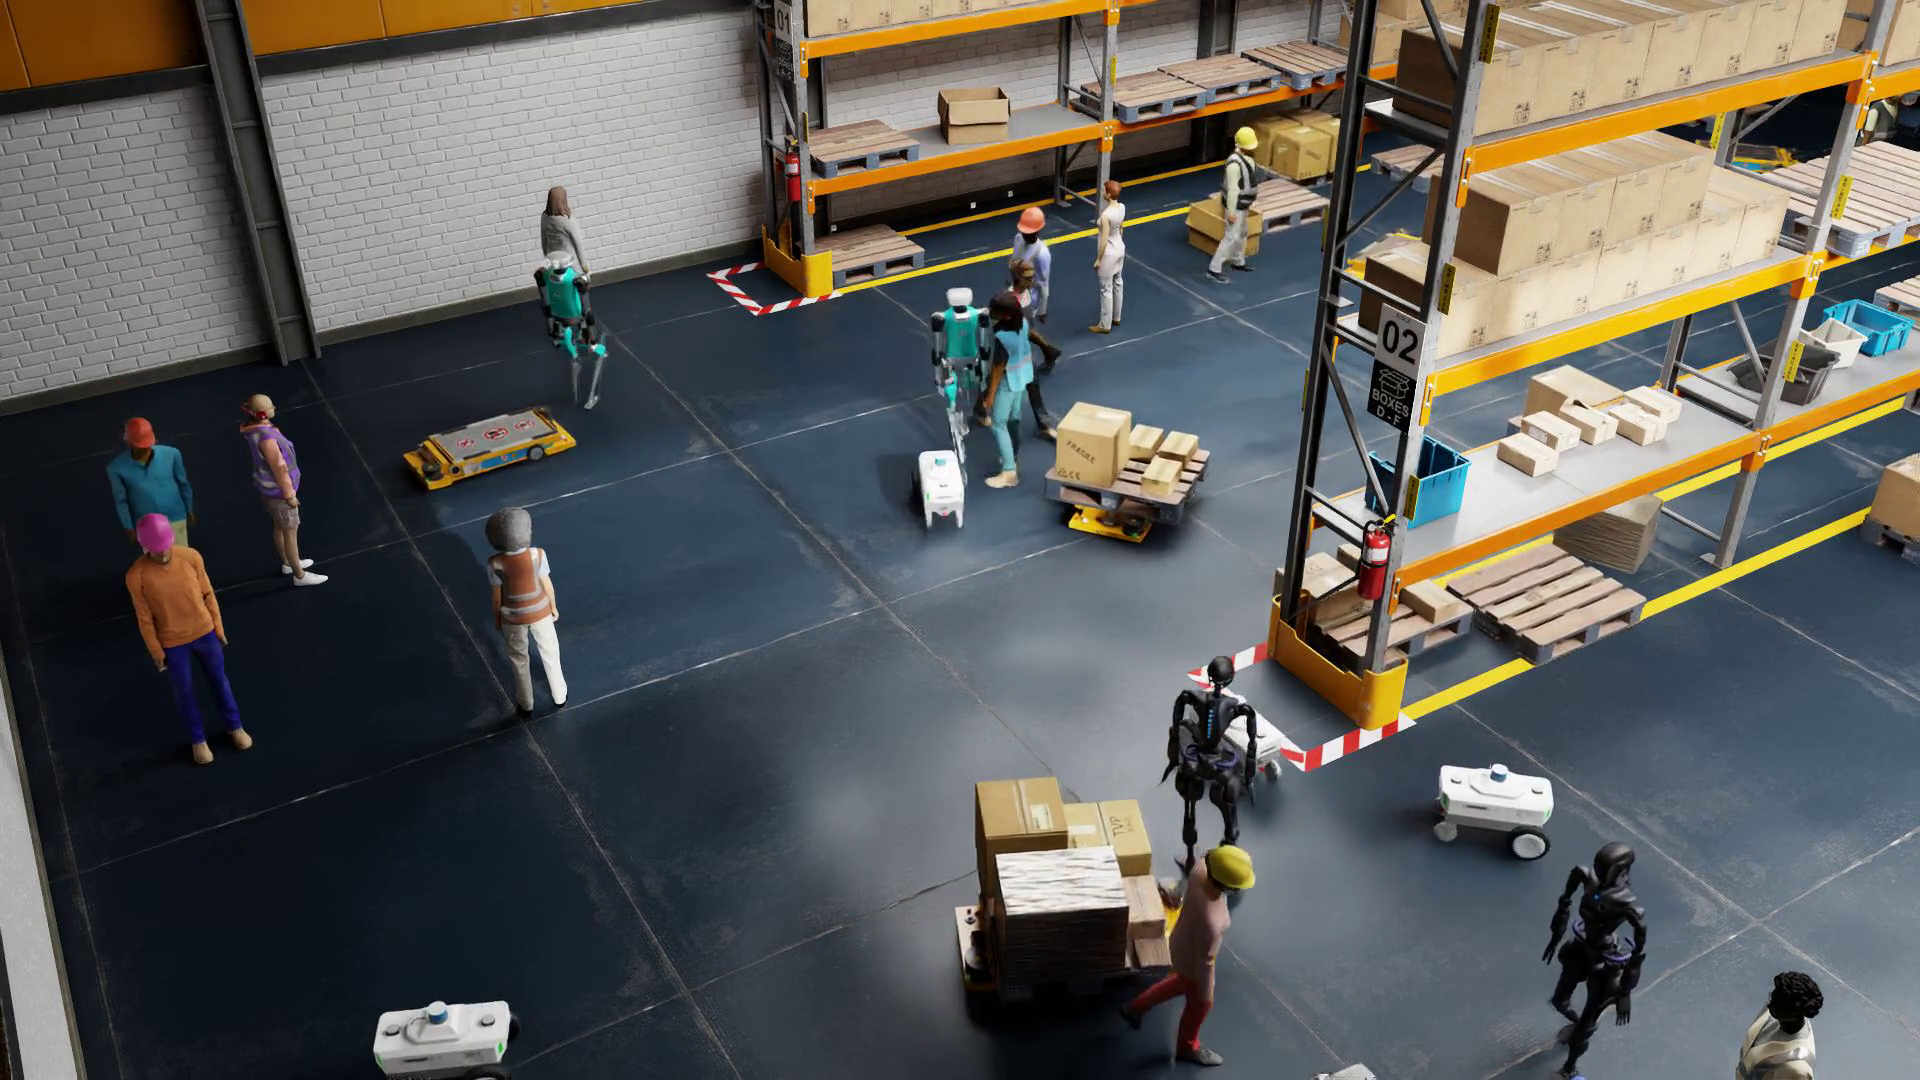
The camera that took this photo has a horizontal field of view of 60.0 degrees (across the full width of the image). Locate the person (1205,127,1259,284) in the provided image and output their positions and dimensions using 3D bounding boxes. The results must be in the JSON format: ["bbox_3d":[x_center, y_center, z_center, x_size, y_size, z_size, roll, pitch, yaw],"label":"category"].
[{"bbox_3d":[3.122,-3.803,18.713,0.456,1.803,0.650,13,34,19],"label":"person"}]

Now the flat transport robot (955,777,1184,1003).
[{"bbox_3d":[0.716,2.423,10.219,1.431,0.231,0.659,-3,32,-5],"label":"flat transport robot"}]

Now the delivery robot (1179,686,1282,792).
[{"bbox_3d":[1.914,1.347,11.672,0.499,0.600,0.802,-18,36,-26],"label":"delivery robot"}]

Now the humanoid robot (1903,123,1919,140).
[{"bbox_3d":[13.495,-6.245,22.738,0.612,1.623,0.675,-24,40,-33],"label":"humanoid robot"}]

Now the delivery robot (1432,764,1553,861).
[{"bbox_3d":[3.536,1.743,11.022,0.774,0.581,0.499,6,33,10],"label":"delivery robot"}]

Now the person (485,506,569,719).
[{"bbox_3d":[-3.116,0.518,11.918,0.454,1.686,0.317,-12,34,-18],"label":"person"}]

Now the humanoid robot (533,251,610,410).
[{"bbox_3d":[-3.624,-1.997,15.937,0.544,1.814,0.801,9,33,14],"label":"humanoid robot"}]

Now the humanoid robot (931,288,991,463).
[{"bbox_3d":[0.020,-1.620,15.319,0.538,1.769,0.993,1,32,2],"label":"humanoid robot"}]

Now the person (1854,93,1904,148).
[{"bbox_3d":[10.997,-4.670,20.058,0.562,1.836,0.380,-20,37,-28],"label":"person"}]

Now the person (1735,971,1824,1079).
[{"bbox_3d":[4.005,2.789,8.298,0.319,1.693,0.531,7,33,12],"label":"person"}]

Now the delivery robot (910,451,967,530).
[{"bbox_3d":[-0.172,-0.485,14.607,0.499,0.614,0.791,-3,32,-5],"label":"delivery robot"}]

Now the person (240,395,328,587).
[{"bbox_3d":[-5.481,-0.402,13.383,0.351,1.694,0.480,-23,39,-32],"label":"person"}]

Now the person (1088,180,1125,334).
[{"bbox_3d":[1.569,-2.994,17.546,0.285,1.661,0.442,19,37,28],"label":"person"}]

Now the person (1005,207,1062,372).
[{"bbox_3d":[0.673,-2.397,16.374,0.845,1.900,0.548,-14,35,-20],"label":"person"}]

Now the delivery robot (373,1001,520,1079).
[{"bbox_3d":[-2.864,2.827,9.297,0.737,0.586,0.517,-4,32,-6],"label":"delivery robot"}]

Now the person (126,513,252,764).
[{"bbox_3d":[-5.326,0.658,11.435,0.515,1.976,0.408,-24,39,-33],"label":"person"}]

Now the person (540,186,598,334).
[{"bbox_3d":[-4.110,-2.897,17.390,0.498,1.659,0.336,11,34,17],"label":"person"}]

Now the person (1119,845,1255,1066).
[{"bbox_3d":[1.251,2.273,9.081,0.573,1.725,0.563,1,32,1],"label":"person"}]

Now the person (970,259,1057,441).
[{"bbox_3d":[0.510,-1.786,15.511,1.000,1.792,0.514,21,38,30],"label":"person"}]

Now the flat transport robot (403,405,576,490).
[{"bbox_3d":[-4.374,-0.870,15.471,1.431,0.231,0.659,-21,38,-29],"label":"flat transport robot"}]

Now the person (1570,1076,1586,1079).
[{"bbox_3d":[2.734,3.137,7.662,0.470,1.774,0.324,-17,36,-25],"label":"person"}]

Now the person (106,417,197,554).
[{"bbox_3d":[-6.297,-0.219,13.055,0.559,1.731,0.512,-21,38,-29],"label":"person"}]

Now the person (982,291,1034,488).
[{"bbox_3d":[0.433,-1.358,14.766,0.380,1.851,0.656,17,36,25],"label":"person"}]

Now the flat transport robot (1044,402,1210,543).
[{"bbox_3d":[1.515,-0.445,14.794,0.659,0.231,1.431,13,34,20],"label":"flat transport robot"}]

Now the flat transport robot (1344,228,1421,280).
[{"bbox_3d":[5.036,-3.246,19.260,0.659,0.231,1.431,23,39,32],"label":"flat transport robot"}]

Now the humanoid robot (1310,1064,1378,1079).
[{"bbox_3d":[1.606,3.195,7.643,0.682,1.832,0.548,-20,37,-28],"label":"humanoid robot"}]

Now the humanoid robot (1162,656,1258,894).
[{"bbox_3d":[1.550,1.486,10.397,0.606,1.645,0.481,12,34,18],"label":"humanoid robot"}]

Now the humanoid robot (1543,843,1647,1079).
[{"bbox_3d":[3.490,2.305,9.097,0.529,1.653,0.609,-17,36,-25],"label":"humanoid robot"}]

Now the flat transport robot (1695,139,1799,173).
[{"bbox_3d":[10.436,-5.097,22.212,1.431,0.231,0.659,9,33,14],"label":"flat transport robot"}]
